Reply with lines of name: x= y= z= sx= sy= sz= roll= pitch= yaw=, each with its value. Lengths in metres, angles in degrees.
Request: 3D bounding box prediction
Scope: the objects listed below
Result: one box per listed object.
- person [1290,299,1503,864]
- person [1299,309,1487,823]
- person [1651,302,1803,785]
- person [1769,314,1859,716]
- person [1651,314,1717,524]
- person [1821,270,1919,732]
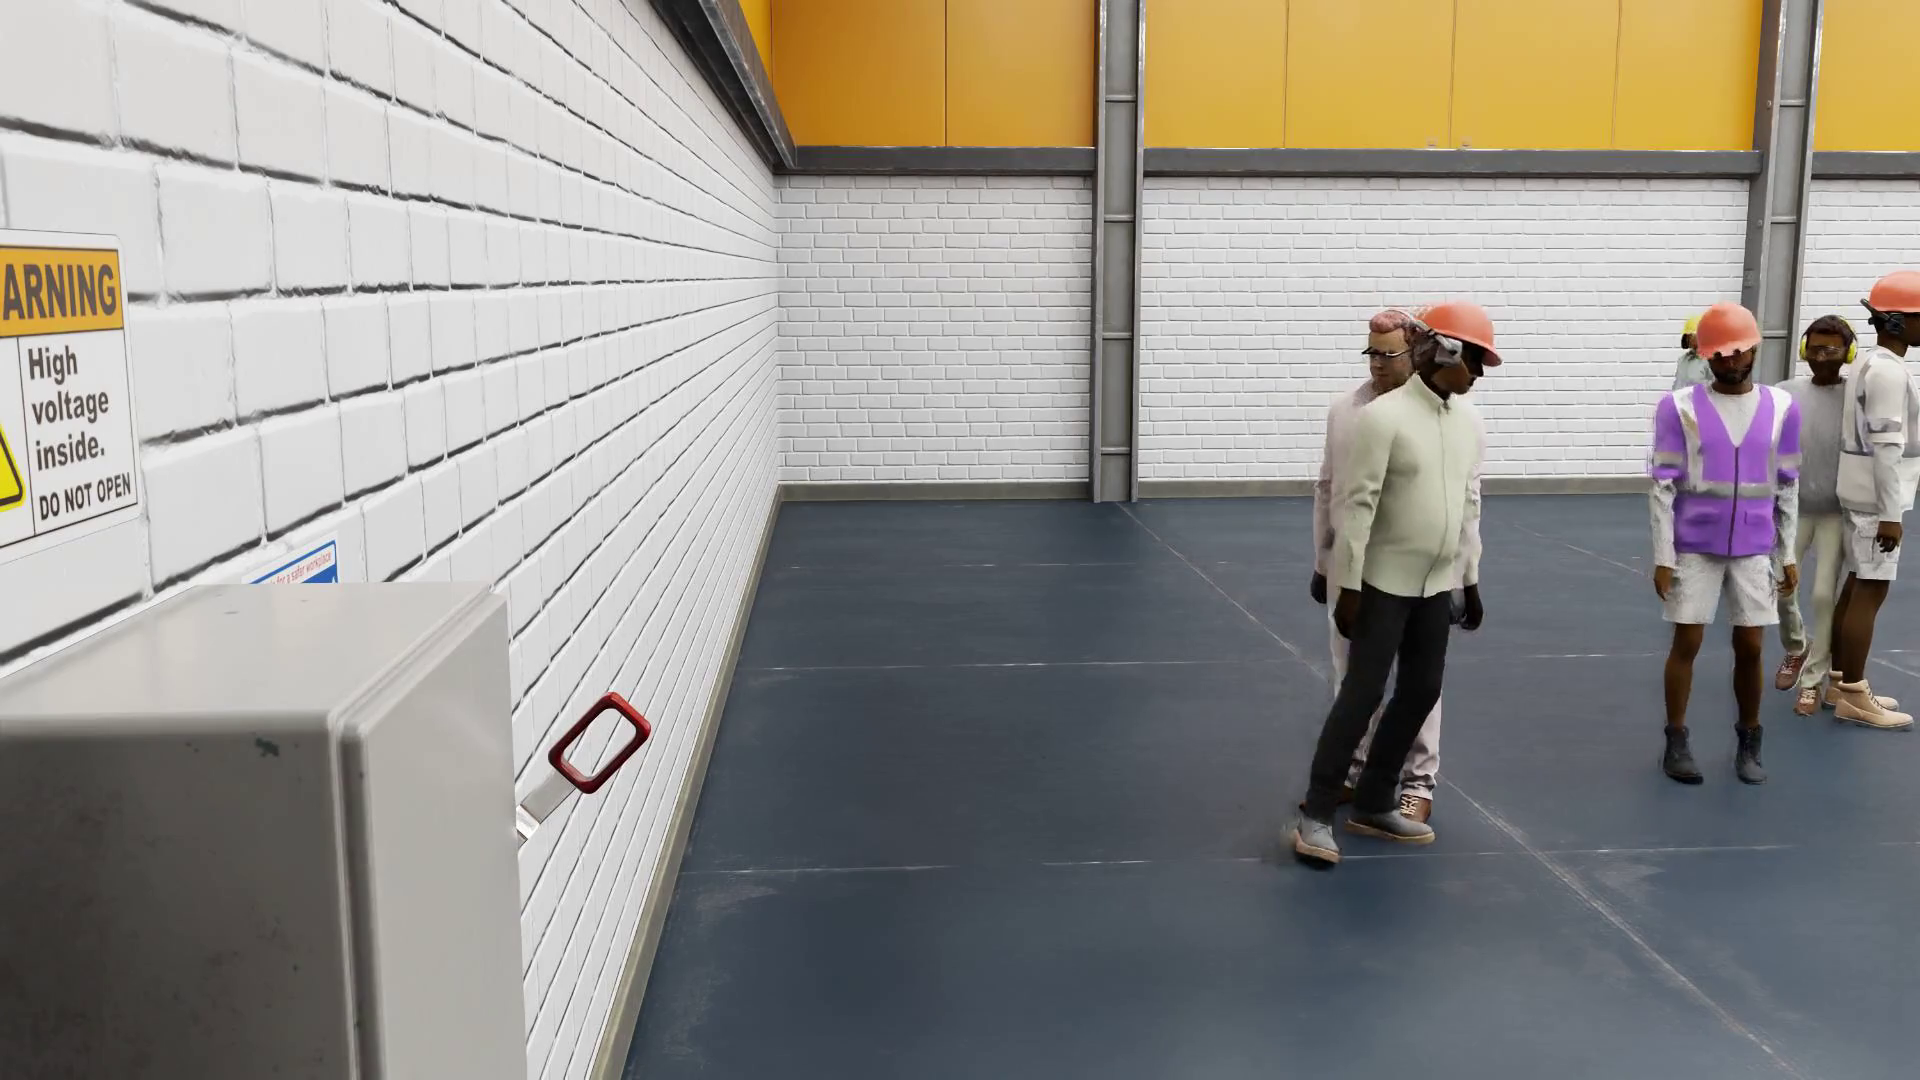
person: x=1.537 y=0.142 z=5.787 sx=0.762 sy=1.942 sz=0.427 roll=-6 pitch=11 yaw=-33
person: x=1.566 y=0.110 z=6.114 sx=0.639 sy=1.902 sz=0.407 roll=8 pitch=12 yaw=41
person: x=3.038 y=0.033 z=6.602 sx=0.580 sy=1.917 sz=0.382 roll=2 pitch=9 yaw=10
person: x=4.035 y=-0.129 z=7.777 sx=0.561 sy=1.855 sz=0.553 roll=7 pitch=12 yaw=38
person: x=6.032 y=-0.976 z=13.516 sx=0.781 sy=1.714 sz=0.484 roll=-1 pitch=9 yaw=-7
person: x=4.149 y=-0.178 z=7.470 sx=0.373 sy=2.043 sz=0.615 roll=3 pitch=10 yaw=20
